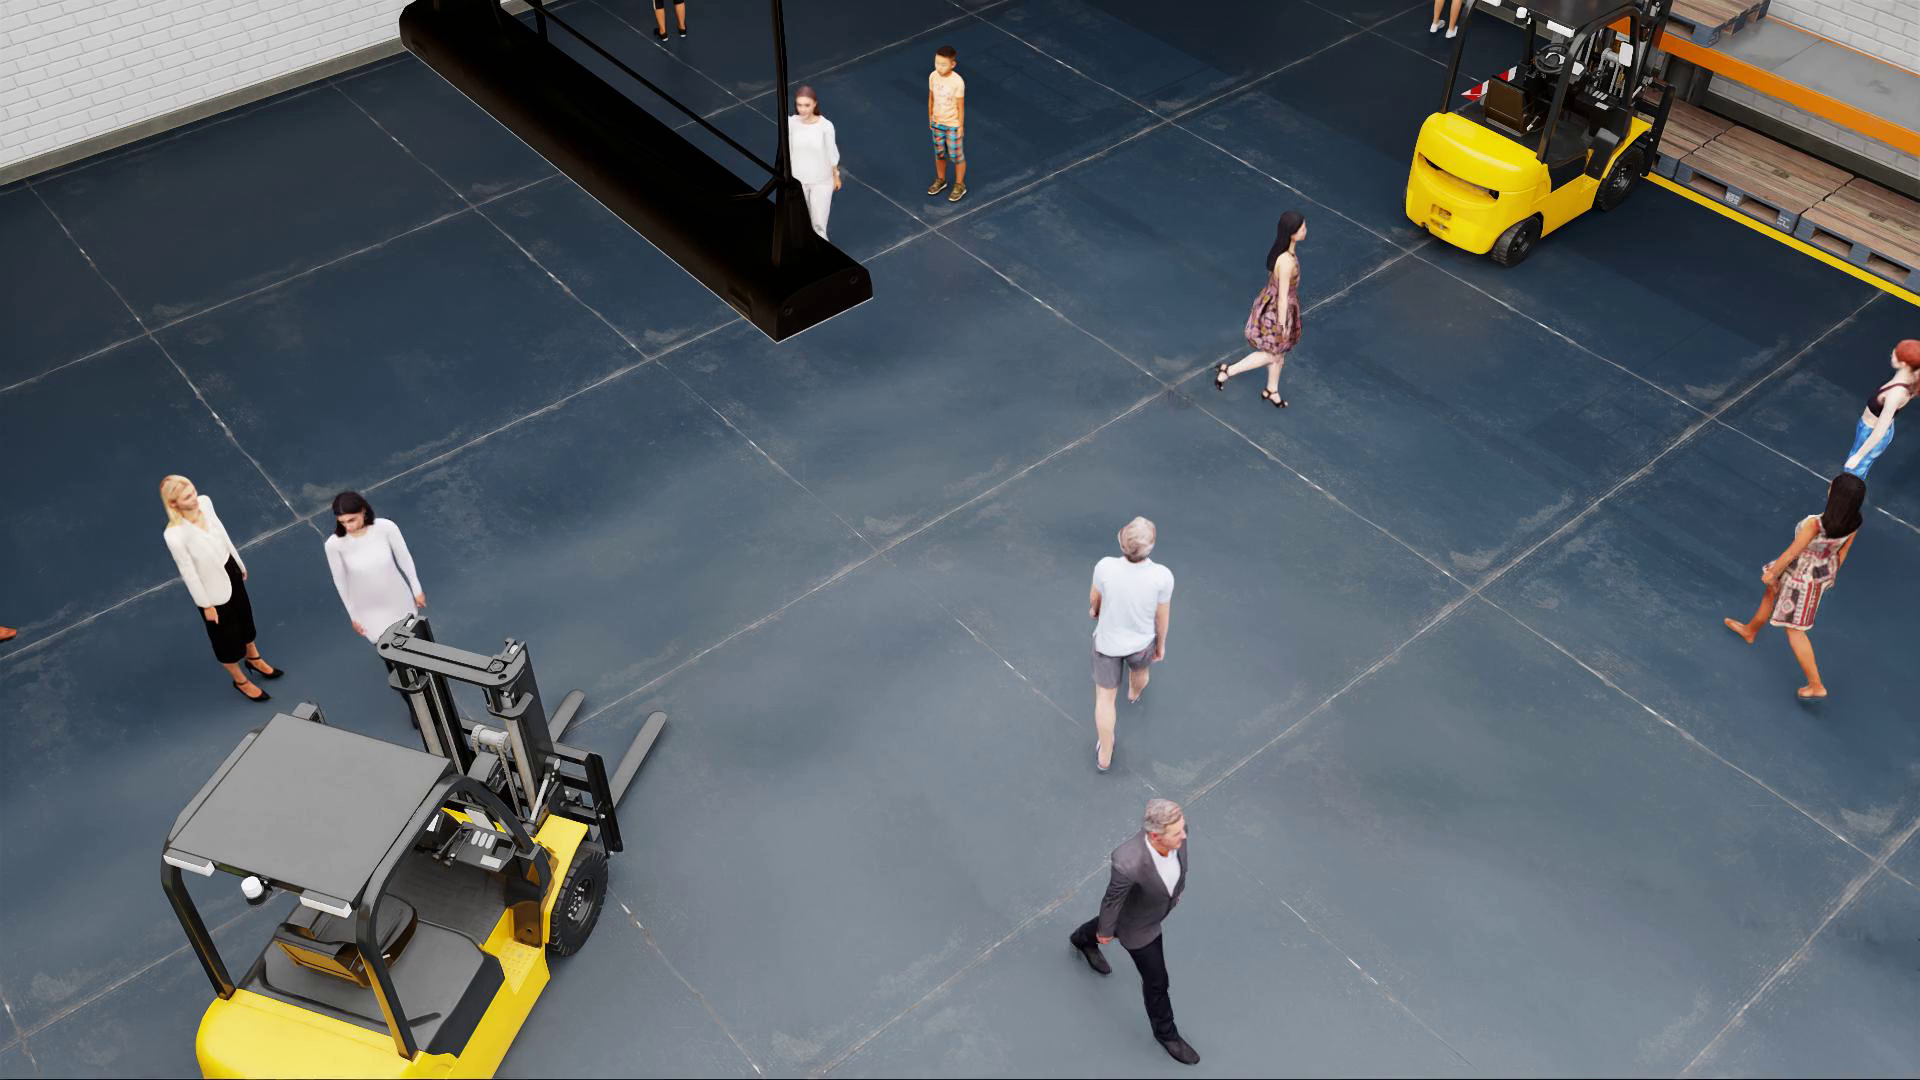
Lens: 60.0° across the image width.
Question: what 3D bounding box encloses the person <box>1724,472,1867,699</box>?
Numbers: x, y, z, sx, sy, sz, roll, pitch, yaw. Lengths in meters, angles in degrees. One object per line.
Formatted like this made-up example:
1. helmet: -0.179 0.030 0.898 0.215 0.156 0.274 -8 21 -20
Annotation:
1. person: 5.430 0.303 10.569 0.780 1.610 1.164 -20 47 -20

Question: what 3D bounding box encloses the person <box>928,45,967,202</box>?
1. person: -0.105 -3.762 14.946 0.527 1.459 0.636 20 47 20

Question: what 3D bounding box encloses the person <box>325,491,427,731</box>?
1. person: -3.611 0.344 10.399 0.770 1.786 0.976 -21 47 -21

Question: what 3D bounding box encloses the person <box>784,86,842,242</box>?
1. person: -1.238 -3.109 14.120 1.059 1.652 1.070 7 44 8

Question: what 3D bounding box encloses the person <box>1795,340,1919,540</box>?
1. person: 6.246 -0.644 11.434 0.629 1.788 0.608 31 51 28

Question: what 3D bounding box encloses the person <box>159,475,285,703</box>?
1. person: -4.634 0.299 10.392 0.730 1.860 0.673 4 44 4

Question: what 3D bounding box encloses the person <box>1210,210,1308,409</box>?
1. person: 2.314 -1.691 12.552 0.996 1.762 0.936 3 44 3

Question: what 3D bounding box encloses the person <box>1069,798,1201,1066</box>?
1. person: 0.903 1.907 8.757 1.273 1.788 0.855 31 52 28

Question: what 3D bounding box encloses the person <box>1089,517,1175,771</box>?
1. person: 0.983 0.686 10.034 1.087 1.794 1.134 4 44 4

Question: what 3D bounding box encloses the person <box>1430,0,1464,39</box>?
1. person: 5.163 -6.052 17.153 0.650 1.731 0.469 -33 52 -30

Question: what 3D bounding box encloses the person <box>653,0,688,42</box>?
1. person: -3.082 -5.980 17.122 0.644 1.668 0.625 -14 45 -15
